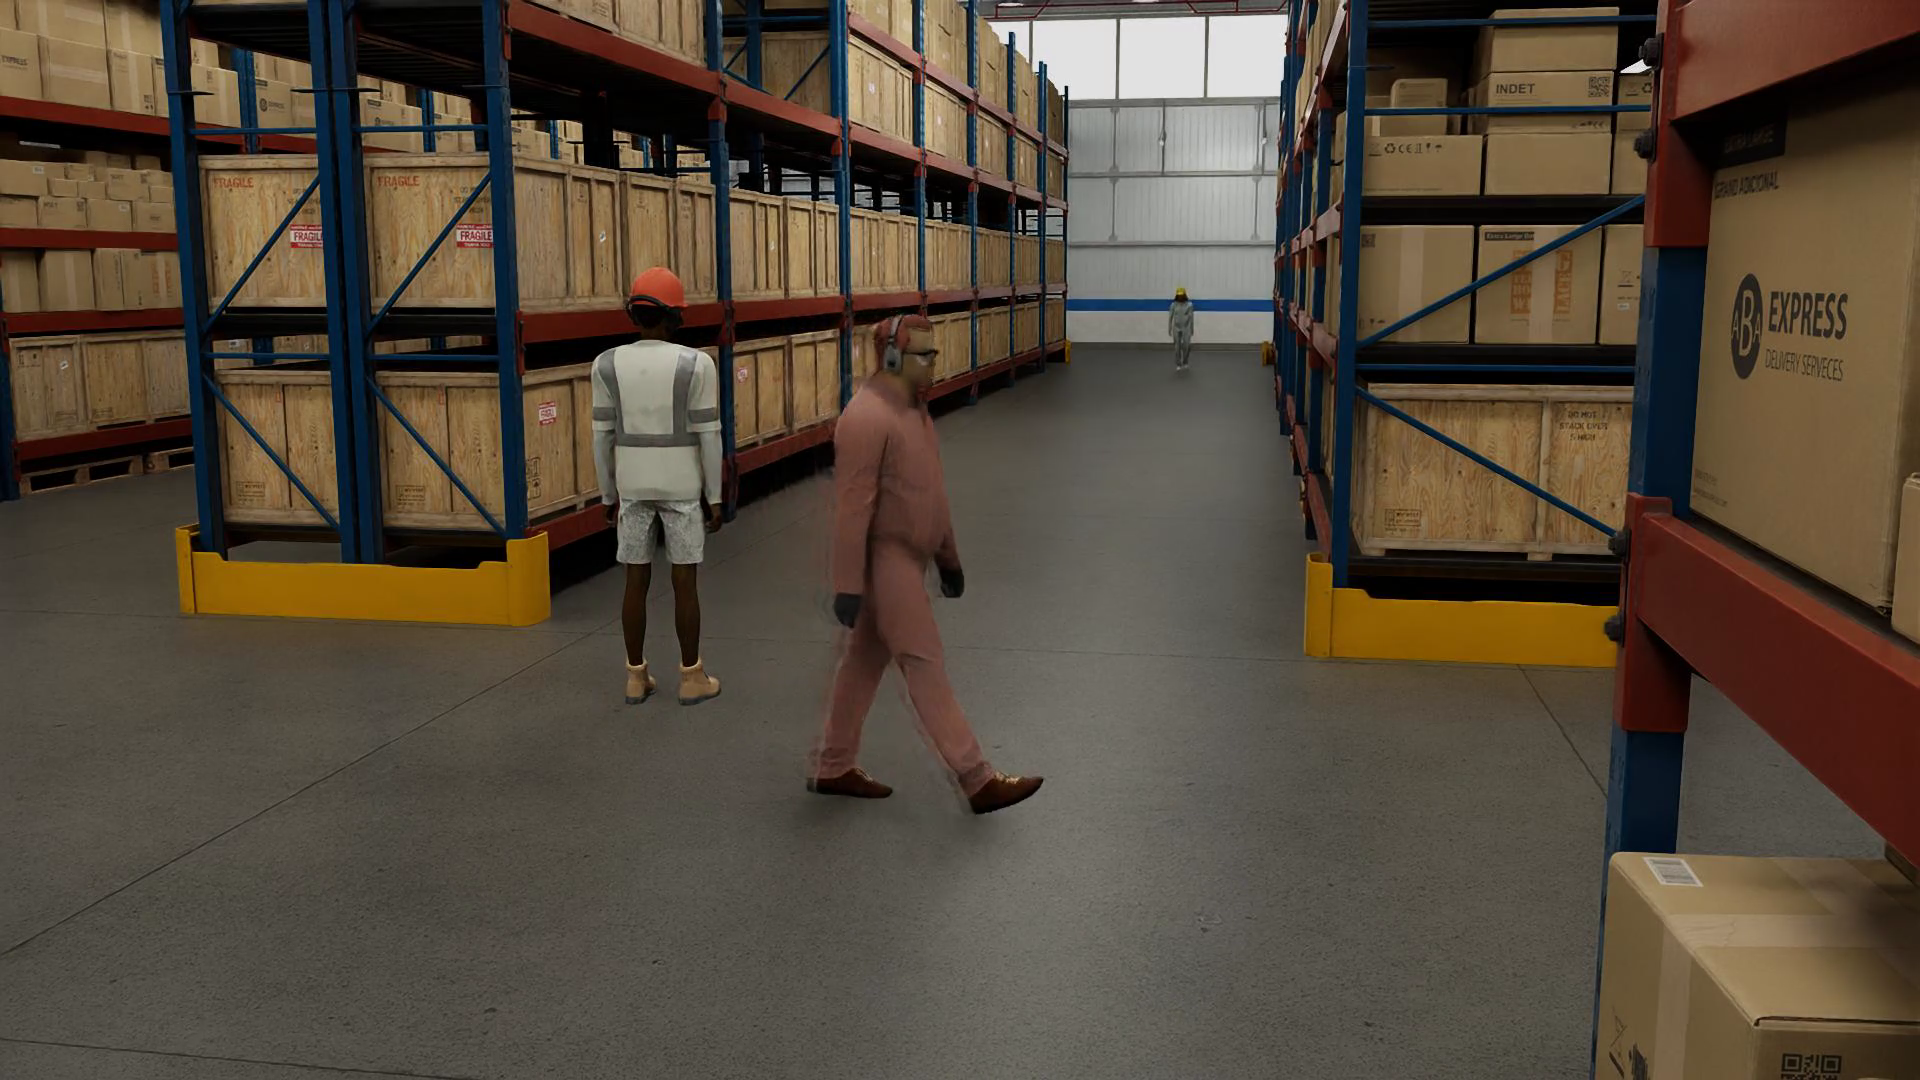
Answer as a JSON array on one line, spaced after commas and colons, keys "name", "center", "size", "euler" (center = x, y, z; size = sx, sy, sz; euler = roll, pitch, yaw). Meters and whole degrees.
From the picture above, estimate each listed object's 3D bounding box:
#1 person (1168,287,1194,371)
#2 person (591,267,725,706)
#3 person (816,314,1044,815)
[{"name": "person", "center": [4.492, -4.282, 33.866], "size": [0.514, 1.700, 0.855], "euler": [1, 9, 8]}, {"name": "person", "center": [-1.393, -0.240, 7.768], "size": [0.615, 2.043, 0.373], "euler": [1, 9, 8]}, {"name": "person", "center": [-0.139, 0.099, 6.210], "size": [0.965, 1.856, 0.678], "euler": [2, 9, 14]}]
